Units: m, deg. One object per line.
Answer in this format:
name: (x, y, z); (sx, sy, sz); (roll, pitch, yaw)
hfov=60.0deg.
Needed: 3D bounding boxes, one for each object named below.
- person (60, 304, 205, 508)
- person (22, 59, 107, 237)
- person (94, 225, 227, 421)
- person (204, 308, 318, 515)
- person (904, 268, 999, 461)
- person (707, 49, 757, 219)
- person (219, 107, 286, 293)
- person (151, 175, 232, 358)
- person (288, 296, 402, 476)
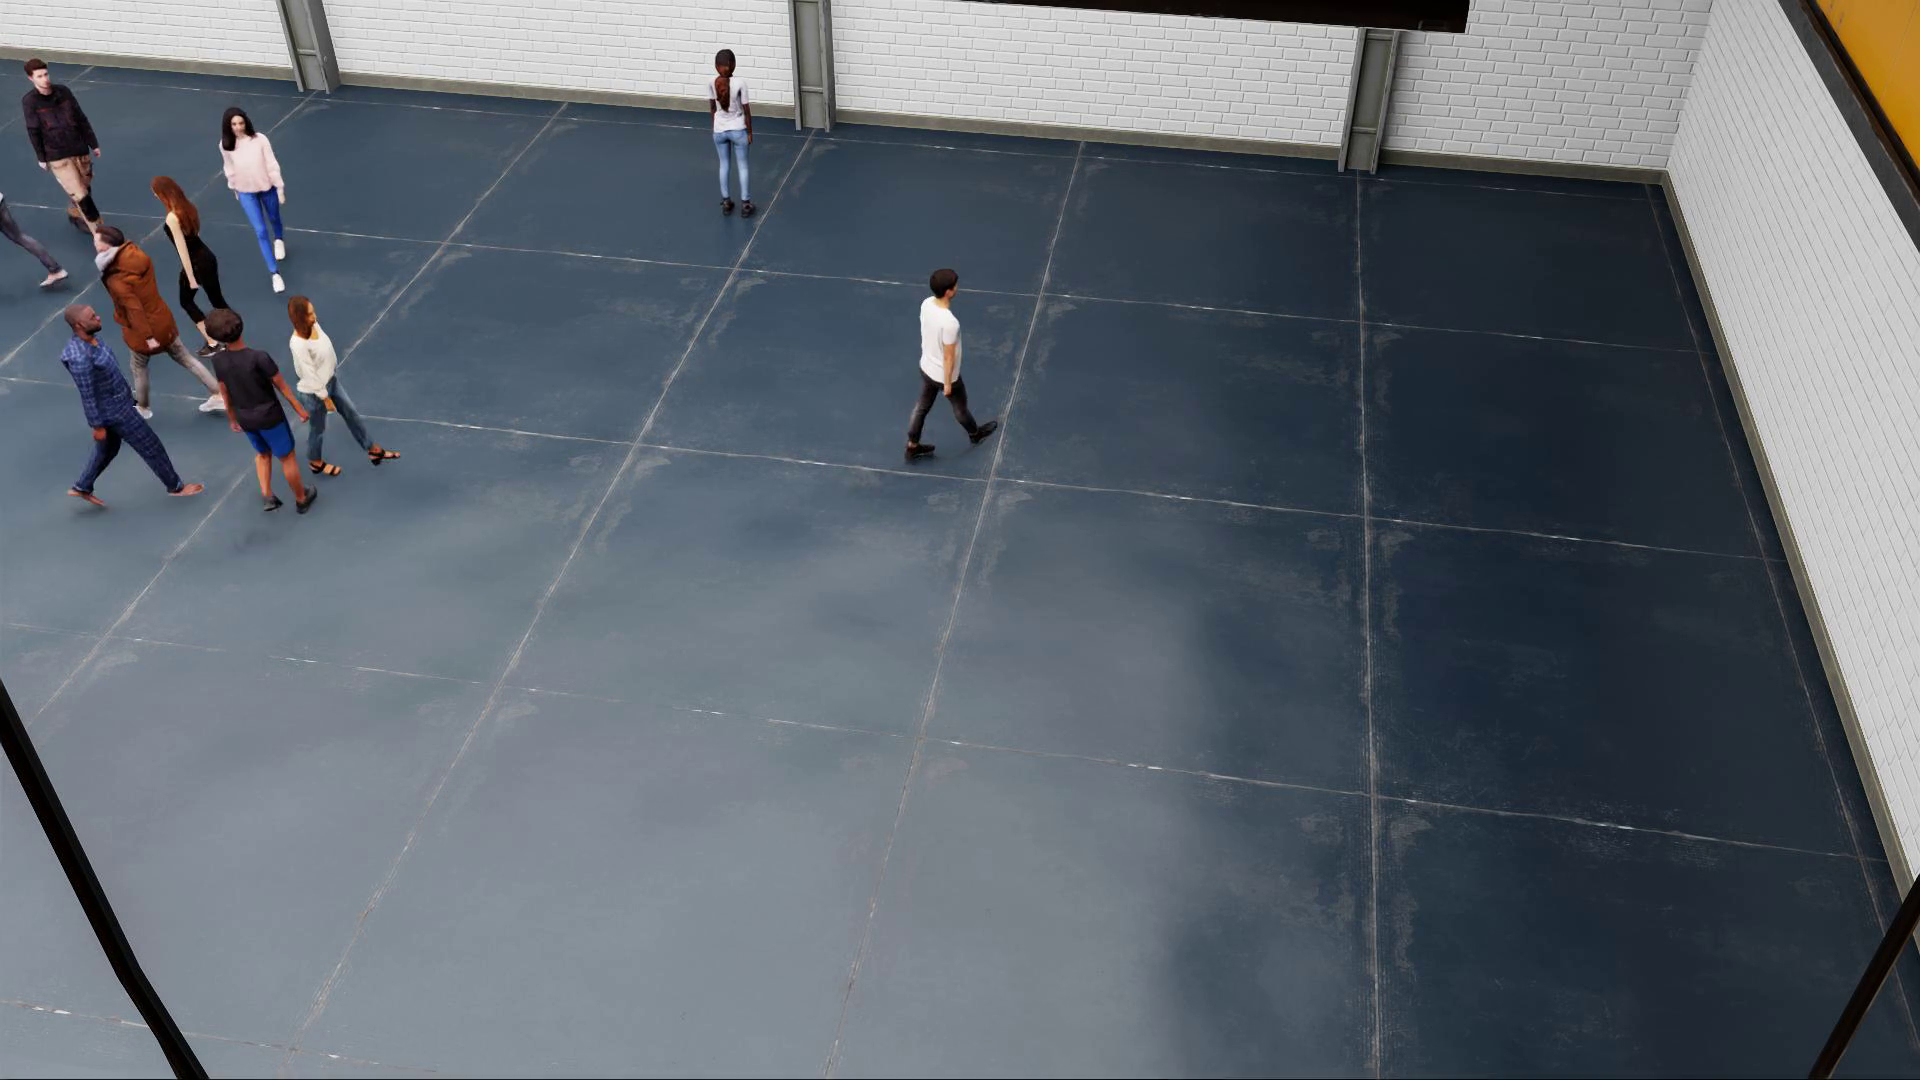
person: (-6.571, -0.973, 12.691); (1.293, 1.775, 1.043); (-12, 40, -14)
person: (-8.637, -3.723, 16.046); (1.330, 1.886, 1.065); (25, 45, 28)
person: (-6.551, -1.740, 13.645); (1.189, 1.784, 0.790); (0, 39, 0)
person: (-5.341, -0.902, 12.604); (0.704, 1.774, 0.793); (6, 39, 8)
person: (-0.230, -1.357, 13.247); (1.162, 1.682, 1.077); (-21, 43, -24)
person: (-2.292, -4.068, 16.611); (0.438, 1.721, 0.618); (6, 39, 8)
person: (-6.585, -3.283, 15.636); (1.237, 1.711, 1.124); (-12, 40, -15)
person: (-6.545, -2.362, 14.490); (0.638, 1.701, 0.598); (2, 39, 2)
person: (-5.113, -1.182, 13.049); (0.987, 1.655, 0.750); (-2, 39, -2)
